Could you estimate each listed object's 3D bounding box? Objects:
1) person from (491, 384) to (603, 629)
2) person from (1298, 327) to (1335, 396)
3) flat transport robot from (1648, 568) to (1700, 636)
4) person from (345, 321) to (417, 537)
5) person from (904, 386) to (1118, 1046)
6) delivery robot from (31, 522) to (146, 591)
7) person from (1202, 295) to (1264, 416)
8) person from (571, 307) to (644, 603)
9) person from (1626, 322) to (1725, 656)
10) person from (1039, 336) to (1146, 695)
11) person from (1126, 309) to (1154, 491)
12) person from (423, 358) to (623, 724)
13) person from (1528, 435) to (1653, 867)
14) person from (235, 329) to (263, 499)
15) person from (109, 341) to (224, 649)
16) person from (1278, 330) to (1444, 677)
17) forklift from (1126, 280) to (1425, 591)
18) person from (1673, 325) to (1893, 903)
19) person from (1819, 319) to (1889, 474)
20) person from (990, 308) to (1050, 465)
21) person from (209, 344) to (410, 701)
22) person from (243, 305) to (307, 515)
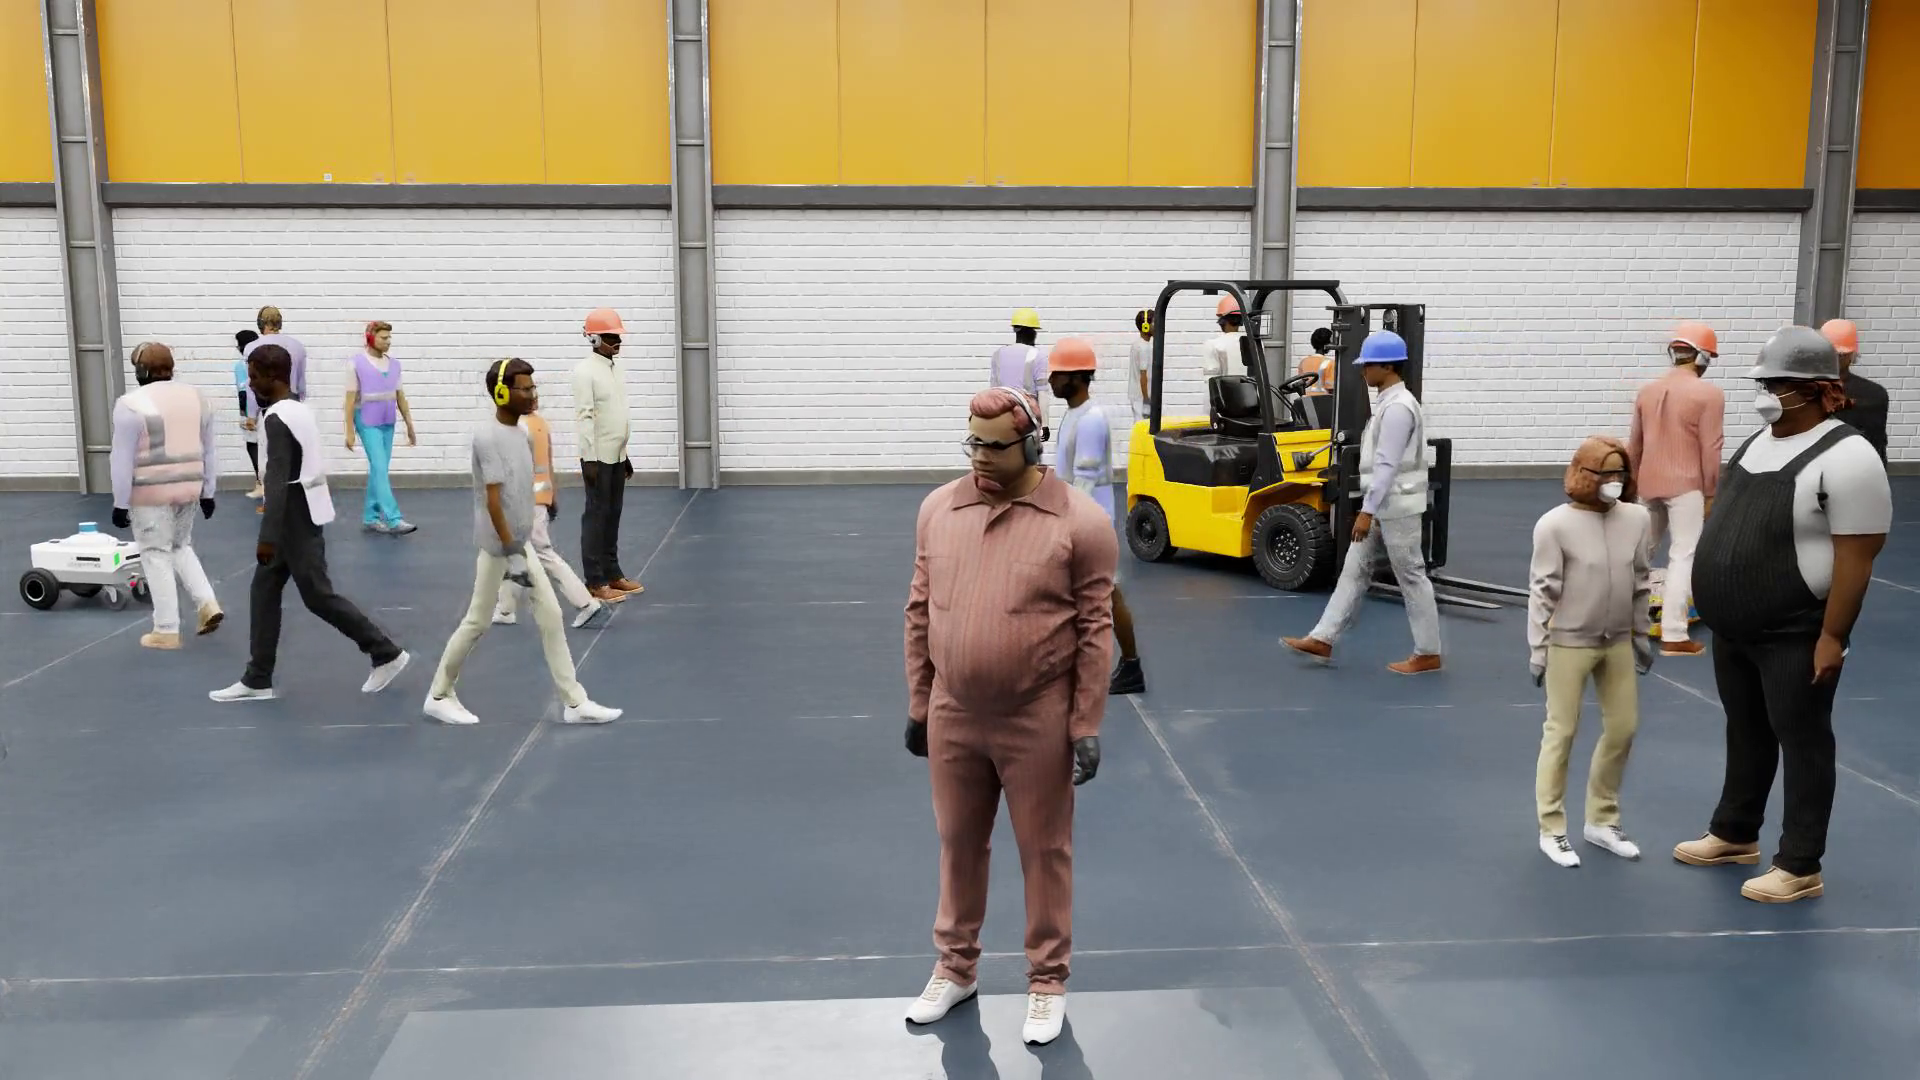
[{"bbox_3d":[-2.637,-0.228,10.382,0.823,1.604,0.517,1,9,7],"label":"person"},{"bbox_3d":[3.622,-1.301,16.833,0.319,1.689,0.538,-5,10,-27],"label":"person"},{"bbox_3d":[4.500,0.380,10.714,1.431,0.197,0.652,-8,12,-42],"label":"flat transport robot"},{"bbox_3d":[-4.829,-0.932,14.083,0.763,1.816,0.596,4,10,23],"label":"person"},{"bbox_3d":[0.118,0.506,4.827,0.639,1.902,0.406,4,10,23],"label":"person"},{"bbox_3d":[-5.821,0.125,11.131,0.707,0.478,0.477,2,9,12],"label":"delivery robot"},{"bbox_3d":[2.380,-1.145,14.743,0.614,2.040,0.391,-4,10,-24],"label":"person"},{"bbox_3d":[-2.412,-0.581,11.350,0.382,1.995,0.612,2,9,12],"label":"person"},{"bbox_3d":[4.225,-0.329,9.970,0.561,1.948,0.792,-4,10,-23],"label":"person"},{"bbox_3d":[0.536,-0.103,8.660,0.993,1.887,0.571,-1,9,-9],"label":"person"},{"bbox_3d":[1.865,-1.398,16.871,0.335,1.873,0.521,0,9,-1],"label":"person"},{"bbox_3d":[-2.215,0.025,8.122,0.994,1.823,0.518,2,9,13],"label":"person"},{"bbox_3d":[2.380,0.414,6.271,0.523,1.624,0.305,-3,9,-17],"label":"person"},{"bbox_3d":[-6.969,-1.246,16.510,0.365,1.681,0.546,3,9,16],"label":"person"},{"bbox_3d":[-4.723,-0.256,9.847,0.437,1.831,0.630,4,10,22],"label":"person"},{"bbox_3d":[2.247,-0.189,9.148,0.956,1.900,0.627,1,9,7],"label":"person"},{"bbox_3d":[2.301,-0.860,12.475,1.214,2.155,2.313,-6,11,-35],"label":"forklift"},{"bbox_3d":[2.892,0.257,5.944,0.536,2.000,0.674,-2,9,-10],"label":"person"},{"bbox_3d":[5.138,-0.333,9.901,0.659,1.966,0.645,3,10,21],"label":"person"},{"bbox_3d":[0.547,-1.079,14.695,0.594,1.922,0.376,6,11,35],"label":"person"},{"bbox_3d":[-3.413,-0.090,8.679,0.946,1.869,0.618,-3,10,-19],"label":"person"},{"bbox_3d":[-6.312,-1.189,15.347,0.373,1.940,0.630,5,10,29],"label":"person"}]
